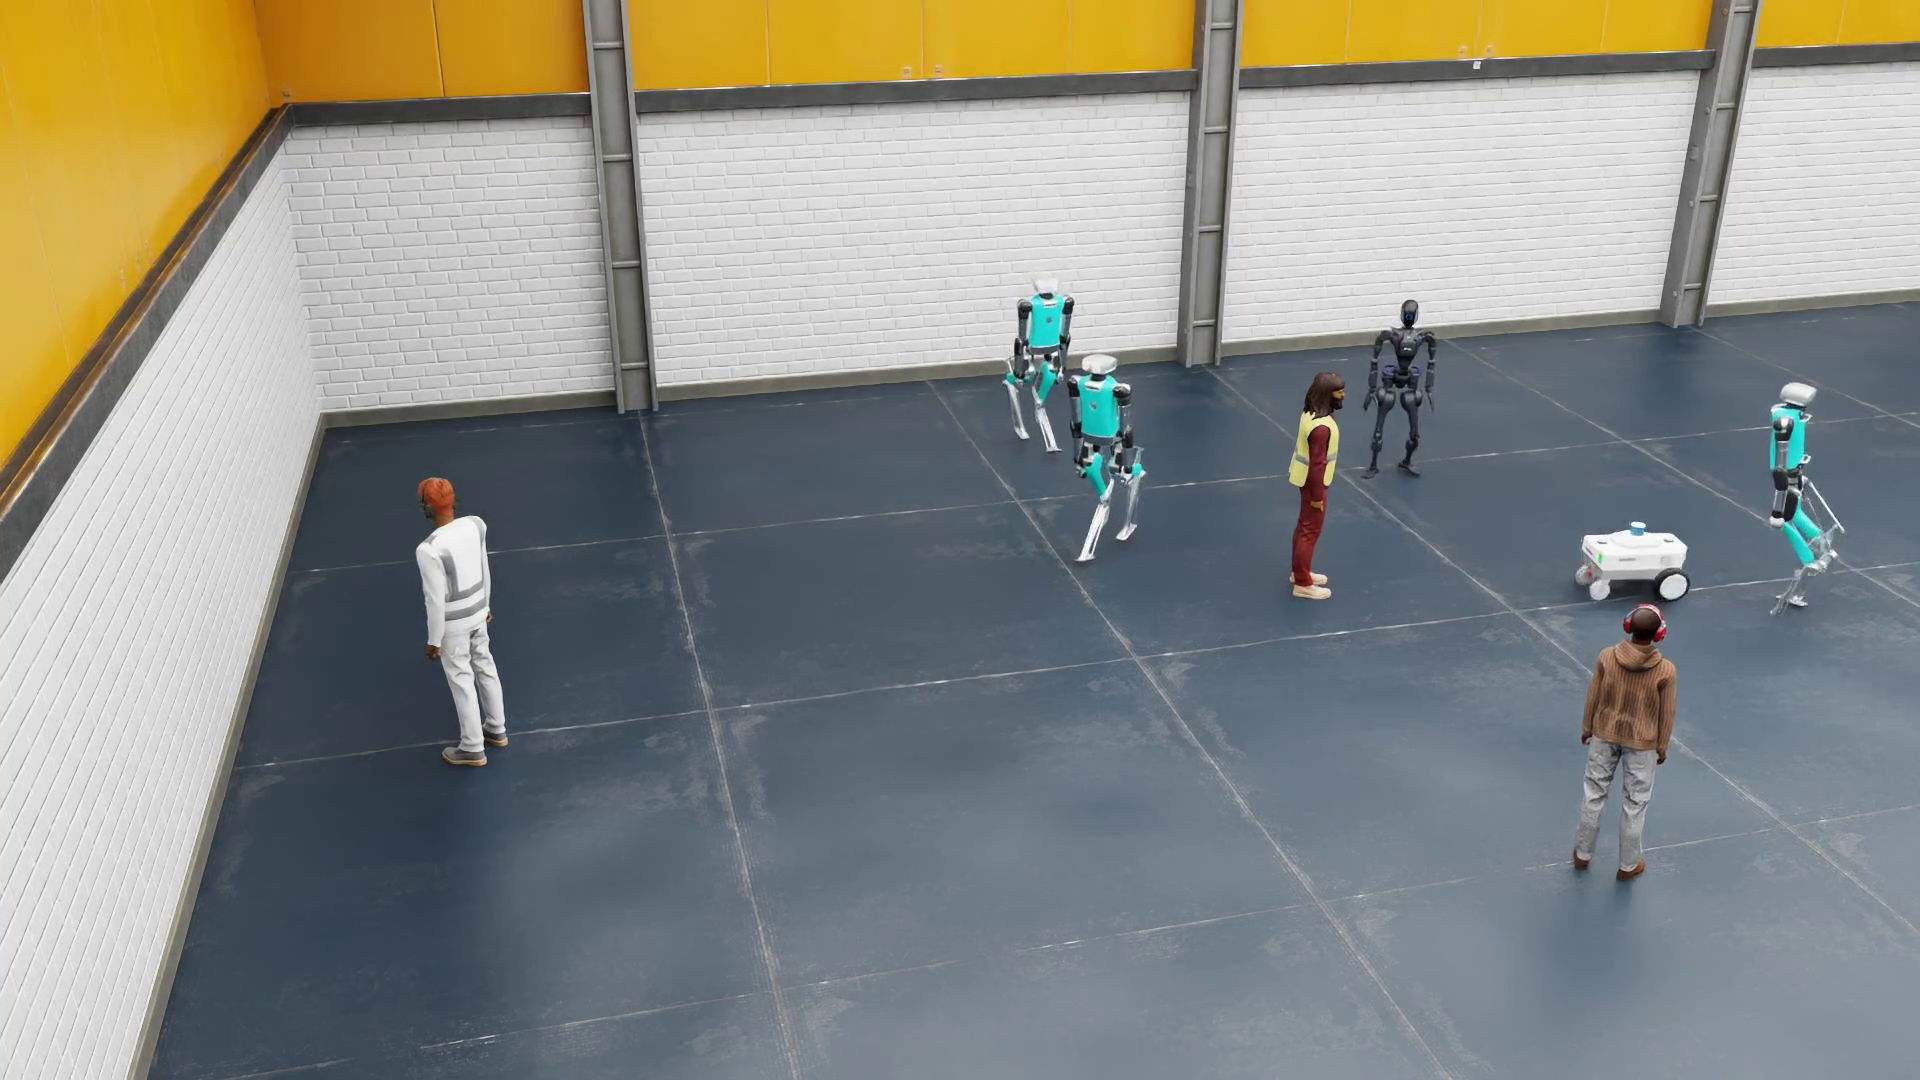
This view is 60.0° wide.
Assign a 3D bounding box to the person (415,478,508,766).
[{"bbox_3d":[-3.079,0.498,10.224,0.337,1.884,0.583,9,25,19],"label":"person"}]

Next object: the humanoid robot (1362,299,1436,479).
[{"bbox_3d":[3.875,-1.339,14.650,0.613,1.640,0.382,2,24,4],"label":"humanoid robot"}]

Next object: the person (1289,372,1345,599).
[{"bbox_3d":[2.652,-0.415,12.451,0.382,1.766,0.459,3,24,7],"label":"person"}]

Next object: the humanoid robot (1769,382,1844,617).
[{"bbox_3d":[6.167,-0.230,12.098,0.733,1.806,0.535,15,28,30],"label":"humanoid robot"}]

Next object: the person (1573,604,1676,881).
[{"bbox_3d":[3.638,1.108,9.124,0.461,1.651,0.327,15,28,30],"label":"person"}]

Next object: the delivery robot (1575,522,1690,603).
[{"bbox_3d":[5.118,0.152,12.652,0.785,0.587,0.499,-2,24,-4],"label":"delivery robot"}]

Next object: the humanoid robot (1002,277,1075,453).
[{"bbox_3d":[0.674,-1.627,15.245,0.530,1.718,1.044,-8,25,-18],"label":"humanoid robot"}]

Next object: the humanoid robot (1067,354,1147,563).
[{"bbox_3d":[1.216,-0.678,13.131,0.539,1.748,1.032,15,28,30],"label":"humanoid robot"}]
